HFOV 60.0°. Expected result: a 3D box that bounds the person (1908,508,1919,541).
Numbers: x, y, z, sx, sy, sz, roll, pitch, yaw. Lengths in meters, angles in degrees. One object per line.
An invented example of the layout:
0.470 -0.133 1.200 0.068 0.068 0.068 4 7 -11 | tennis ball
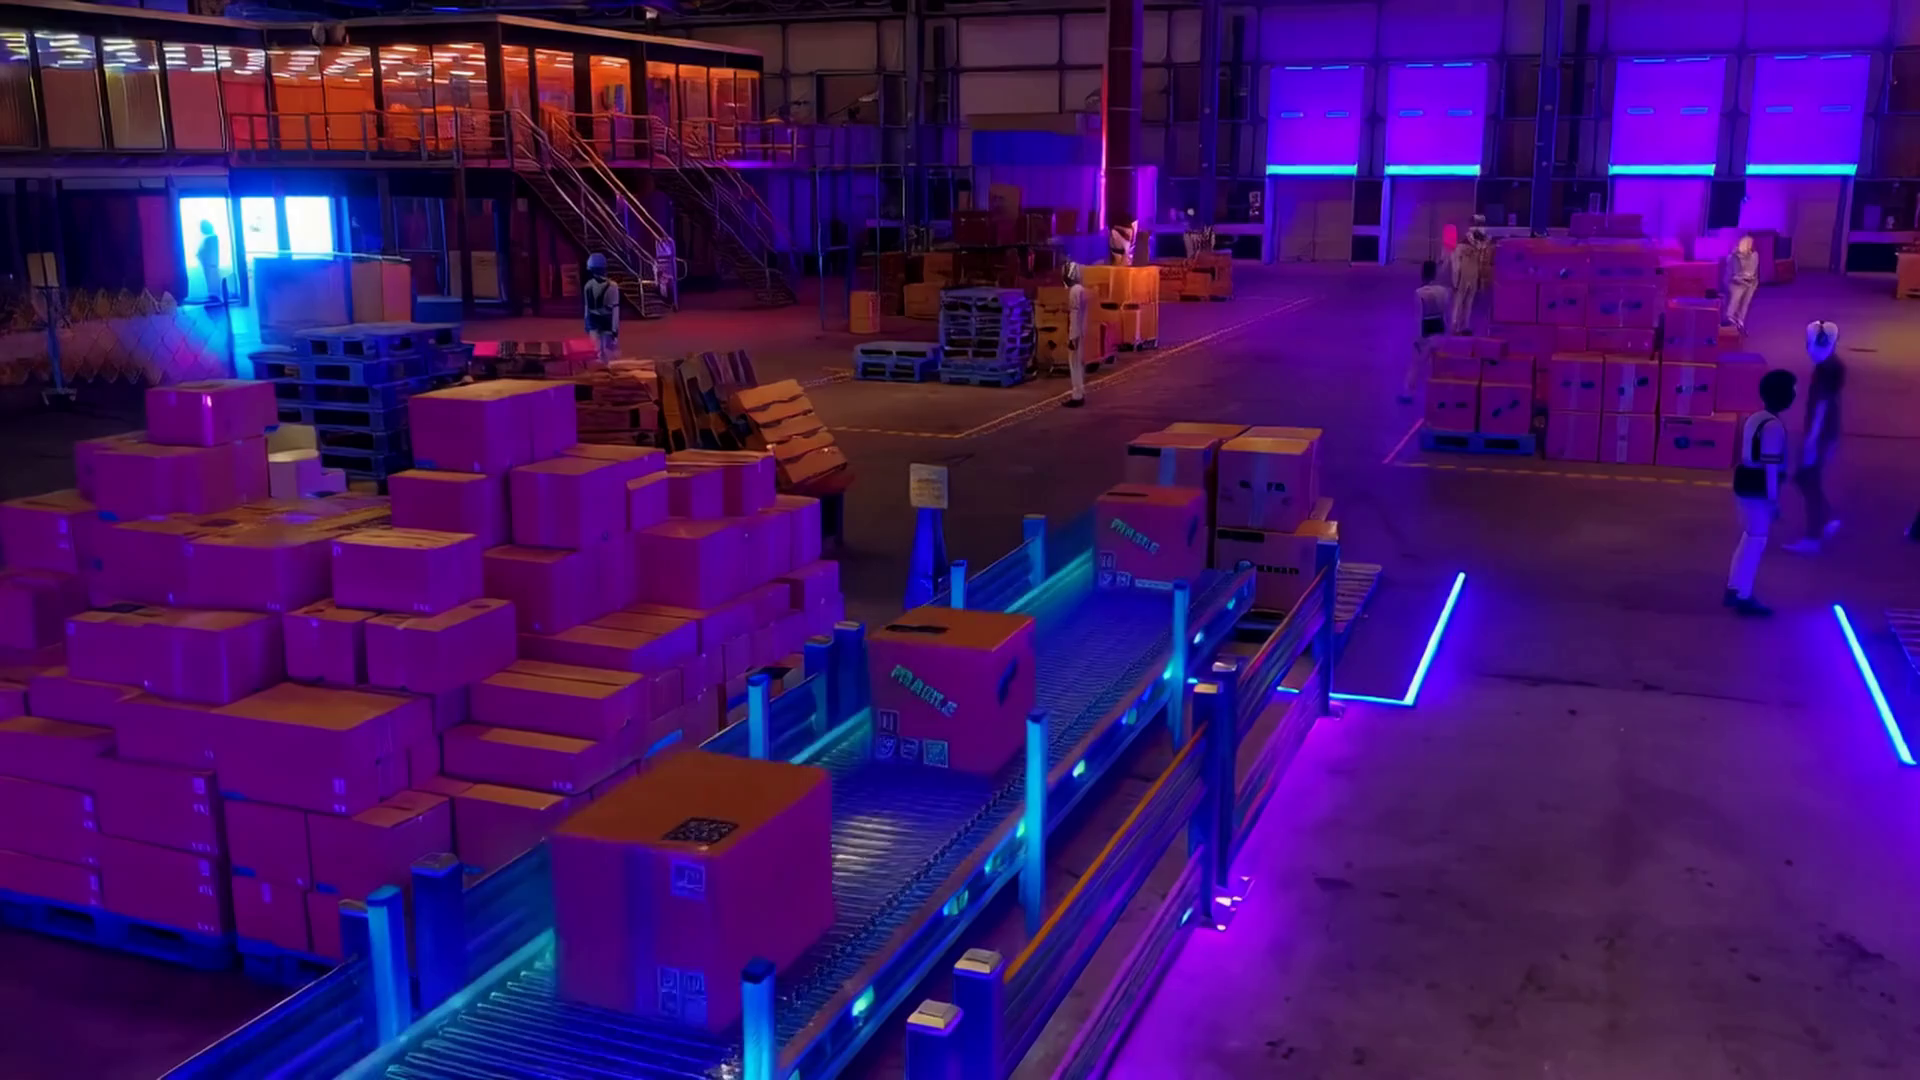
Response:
8.180 -0.849 13.246 0.557 1.882 0.991 -11 17 -41 | person

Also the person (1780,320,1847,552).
6.767 -0.812 13.163 0.405 1.848 0.562 8 15 32 | person

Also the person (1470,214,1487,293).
12.637 -7.016 40.804 0.550 1.930 0.620 -6 14 -24 | person

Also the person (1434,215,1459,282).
13.226 -7.858 44.915 0.975 1.797 0.626 9 15 35 | person

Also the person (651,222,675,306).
-6.435 -5.966 36.206 0.576 1.882 0.355 6 14 26 | person

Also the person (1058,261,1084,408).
1.421 -2.618 21.254 0.328 1.861 0.502 1 13 6 | person

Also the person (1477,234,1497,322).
10.571 -5.214 33.156 0.507 1.729 0.403 -7 14 -27 | person

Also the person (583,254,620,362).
-4.719 -2.788 21.859 0.542 1.928 0.399 6 14 23 | person

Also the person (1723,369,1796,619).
5.436 -0.316 11.302 0.321 1.692 0.540 2 13 10 | person

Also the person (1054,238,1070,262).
1.867 -4.448 29.560 0.850 1.817 0.517 0 13 0 | person

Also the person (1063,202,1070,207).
3.413 -9.810 53.241 0.608 1.974 0.623 1 13 4 | person

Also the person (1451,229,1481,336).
9.248 -4.696 30.380 0.628 1.940 0.373 -7 14 -28 | person

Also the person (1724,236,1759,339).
13.966 -4.499 29.728 0.623 1.839 0.429 -2 13 -9 | person

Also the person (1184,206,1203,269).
7.140 -9.260 50.926 0.603 1.913 0.423 -3 13 -14 | person

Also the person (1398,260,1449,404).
6.038 -2.628 21.255 0.583 1.882 0.897 -7 14 -28 | person
